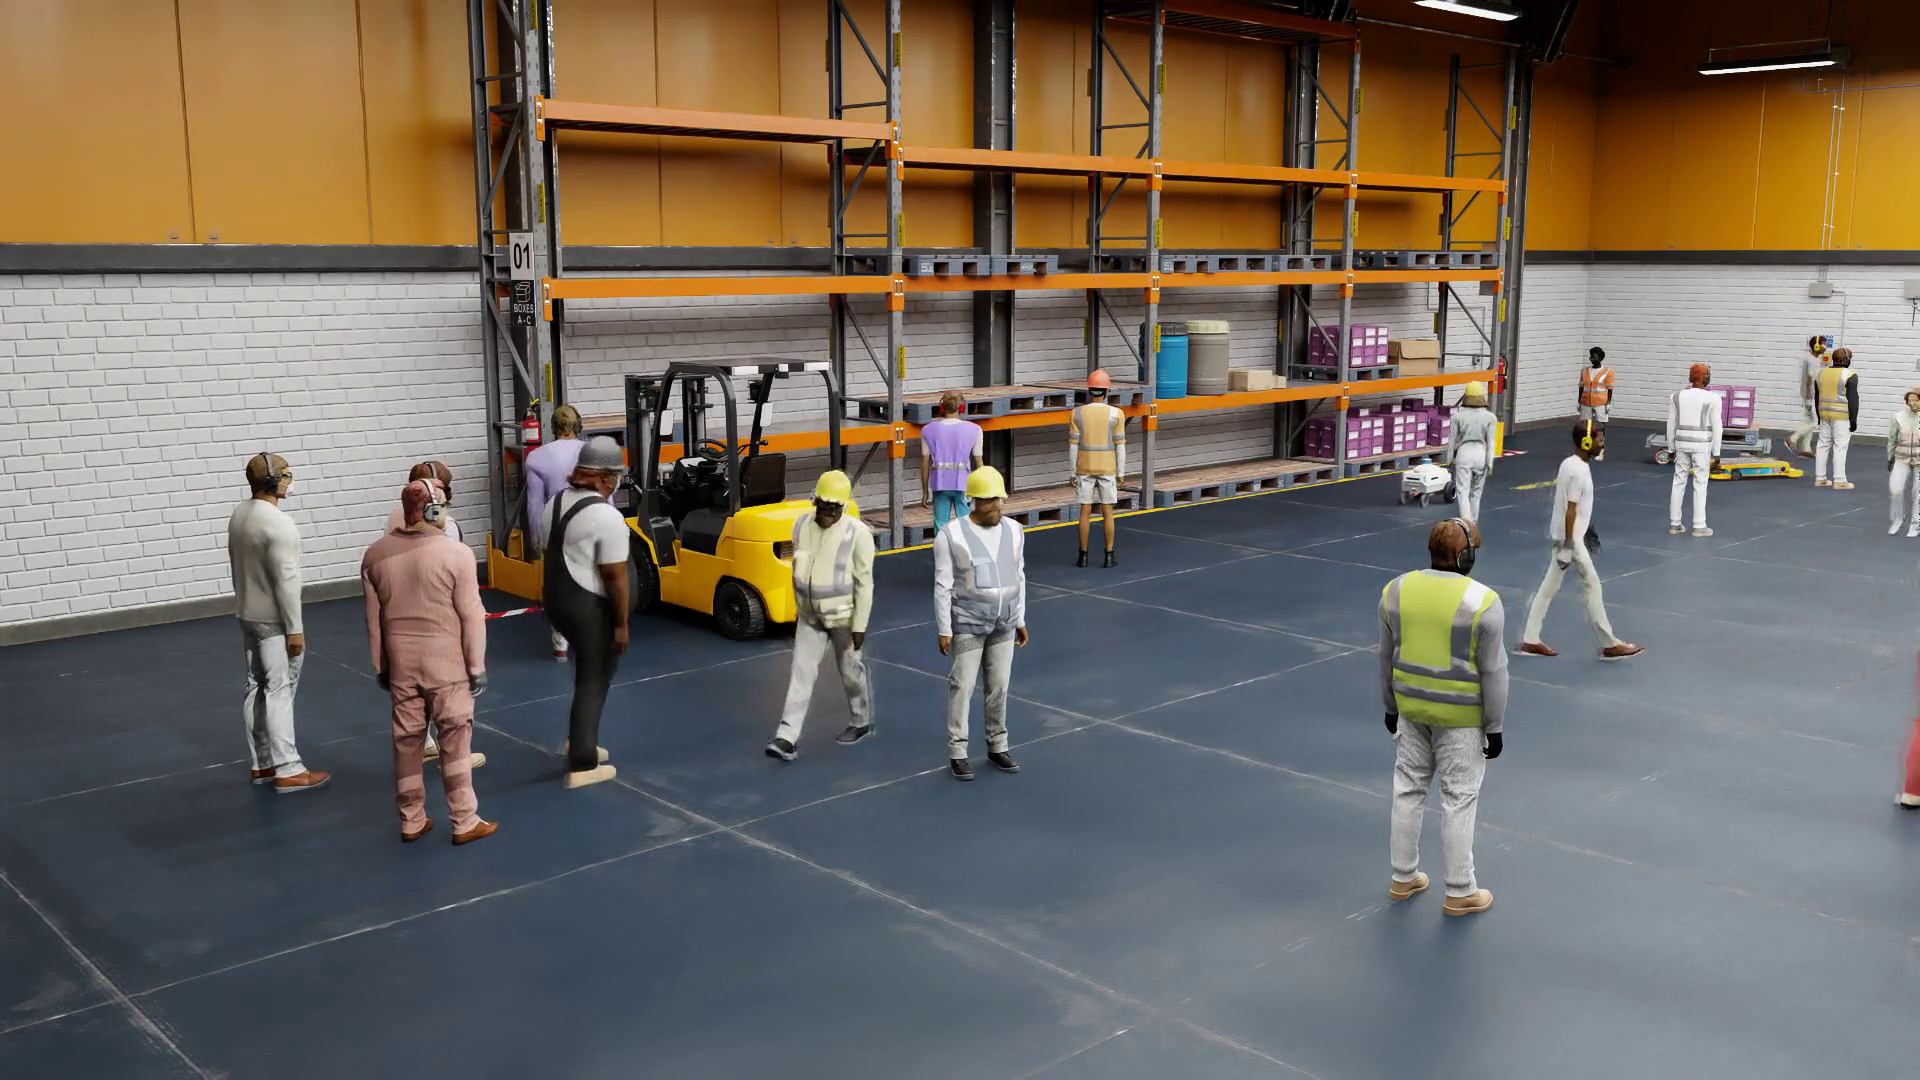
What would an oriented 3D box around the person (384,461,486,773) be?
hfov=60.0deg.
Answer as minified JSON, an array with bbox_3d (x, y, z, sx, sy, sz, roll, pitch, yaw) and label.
[{"bbox_3d":[-3.104,0.448,9.841,0.633,1.841,0.429,8,12,38],"label":"person"}]

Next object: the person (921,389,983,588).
[{"bbox_3d":[-0.068,-0.433,14.991,0.572,1.840,0.373,1,10,5],"label":"person"}]

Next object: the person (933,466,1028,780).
[{"bbox_3d":[0.139,0.477,9.701,0.602,1.829,0.404,-5,11,-27],"label":"person"}]

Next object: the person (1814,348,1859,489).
[{"bbox_3d":[11.492,-1.592,21.784,0.429,1.844,0.627,-4,10,-21],"label":"person"}]

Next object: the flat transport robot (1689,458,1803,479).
[{"bbox_3d":[10.742,-0.991,22.853,1.431,0.197,0.652,-2,10,-13],"label":"flat transport robot"}]

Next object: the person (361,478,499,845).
[{"bbox_3d":[-2.727,0.630,8.598,0.642,1.905,0.401,2,10,14],"label":"person"}]

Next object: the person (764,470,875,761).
[{"bbox_3d":[-0.824,0.451,10.046,0.627,1.759,0.937,5,11,29],"label":"person"}]

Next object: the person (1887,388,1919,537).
[{"bbox_3d":[10.279,-0.829,17.950,0.534,1.622,0.421,9,13,41],"label":"person"}]

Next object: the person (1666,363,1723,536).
[{"bbox_3d":[7.983,-0.983,18.087,0.341,1.882,0.587,-8,13,-41],"label":"person"}]

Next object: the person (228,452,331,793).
[{"bbox_3d":[-3.913,0.463,9.467,0.629,1.940,0.378,9,13,43],"label":"person"}]

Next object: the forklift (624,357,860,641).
[{"bbox_3d":[-1.847,-0.414,13.852,1.214,2.155,2.313,-9,13,-42],"label":"forklift"}]

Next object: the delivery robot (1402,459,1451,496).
[{"bbox_3d":[5.714,-0.754,20.361,0.477,0.478,0.707,9,13,43],"label":"delivery robot"}]

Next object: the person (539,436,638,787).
[{"bbox_3d":[-2.119,0.388,9.610,0.570,2.000,0.698,-9,13,-42],"label":"person"}]

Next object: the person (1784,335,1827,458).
[{"bbox_3d":[12.768,-2.142,24.977,0.449,1.852,0.544,6,11,31],"label":"person"}]

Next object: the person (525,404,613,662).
[{"bbox_3d":[-2.915,-0.049,12.468,0.632,1.936,0.359,-3,10,-16],"label":"person"}]

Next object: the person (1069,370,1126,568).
[{"bbox_3d":[1.335,-0.689,16.211,0.551,1.936,0.356,1,10,8],"label":"person"}]

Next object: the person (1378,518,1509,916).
[{"bbox_3d":[2.250,0.808,7.730,0.429,1.841,0.634,-9,13,-43],"label":"person"}]

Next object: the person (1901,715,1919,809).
[{"bbox_3d":[5.583,0.638,9.054,0.867,1.725,0.533,-2,10,-11],"label":"person"}]

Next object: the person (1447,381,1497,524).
[{"bbox_3d":[5.487,-0.850,17.847,0.492,1.709,0.844,2,10,11],"label":"person"}]

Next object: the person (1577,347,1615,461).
[{"bbox_3d":[9.419,-2.018,24.696,0.316,1.695,0.540,-9,13,-42],"label":"person"}]

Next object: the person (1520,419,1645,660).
[{"bbox_3d":[4.703,0.002,12.489,0.934,1.821,0.539,1,10,8],"label":"person"}]
